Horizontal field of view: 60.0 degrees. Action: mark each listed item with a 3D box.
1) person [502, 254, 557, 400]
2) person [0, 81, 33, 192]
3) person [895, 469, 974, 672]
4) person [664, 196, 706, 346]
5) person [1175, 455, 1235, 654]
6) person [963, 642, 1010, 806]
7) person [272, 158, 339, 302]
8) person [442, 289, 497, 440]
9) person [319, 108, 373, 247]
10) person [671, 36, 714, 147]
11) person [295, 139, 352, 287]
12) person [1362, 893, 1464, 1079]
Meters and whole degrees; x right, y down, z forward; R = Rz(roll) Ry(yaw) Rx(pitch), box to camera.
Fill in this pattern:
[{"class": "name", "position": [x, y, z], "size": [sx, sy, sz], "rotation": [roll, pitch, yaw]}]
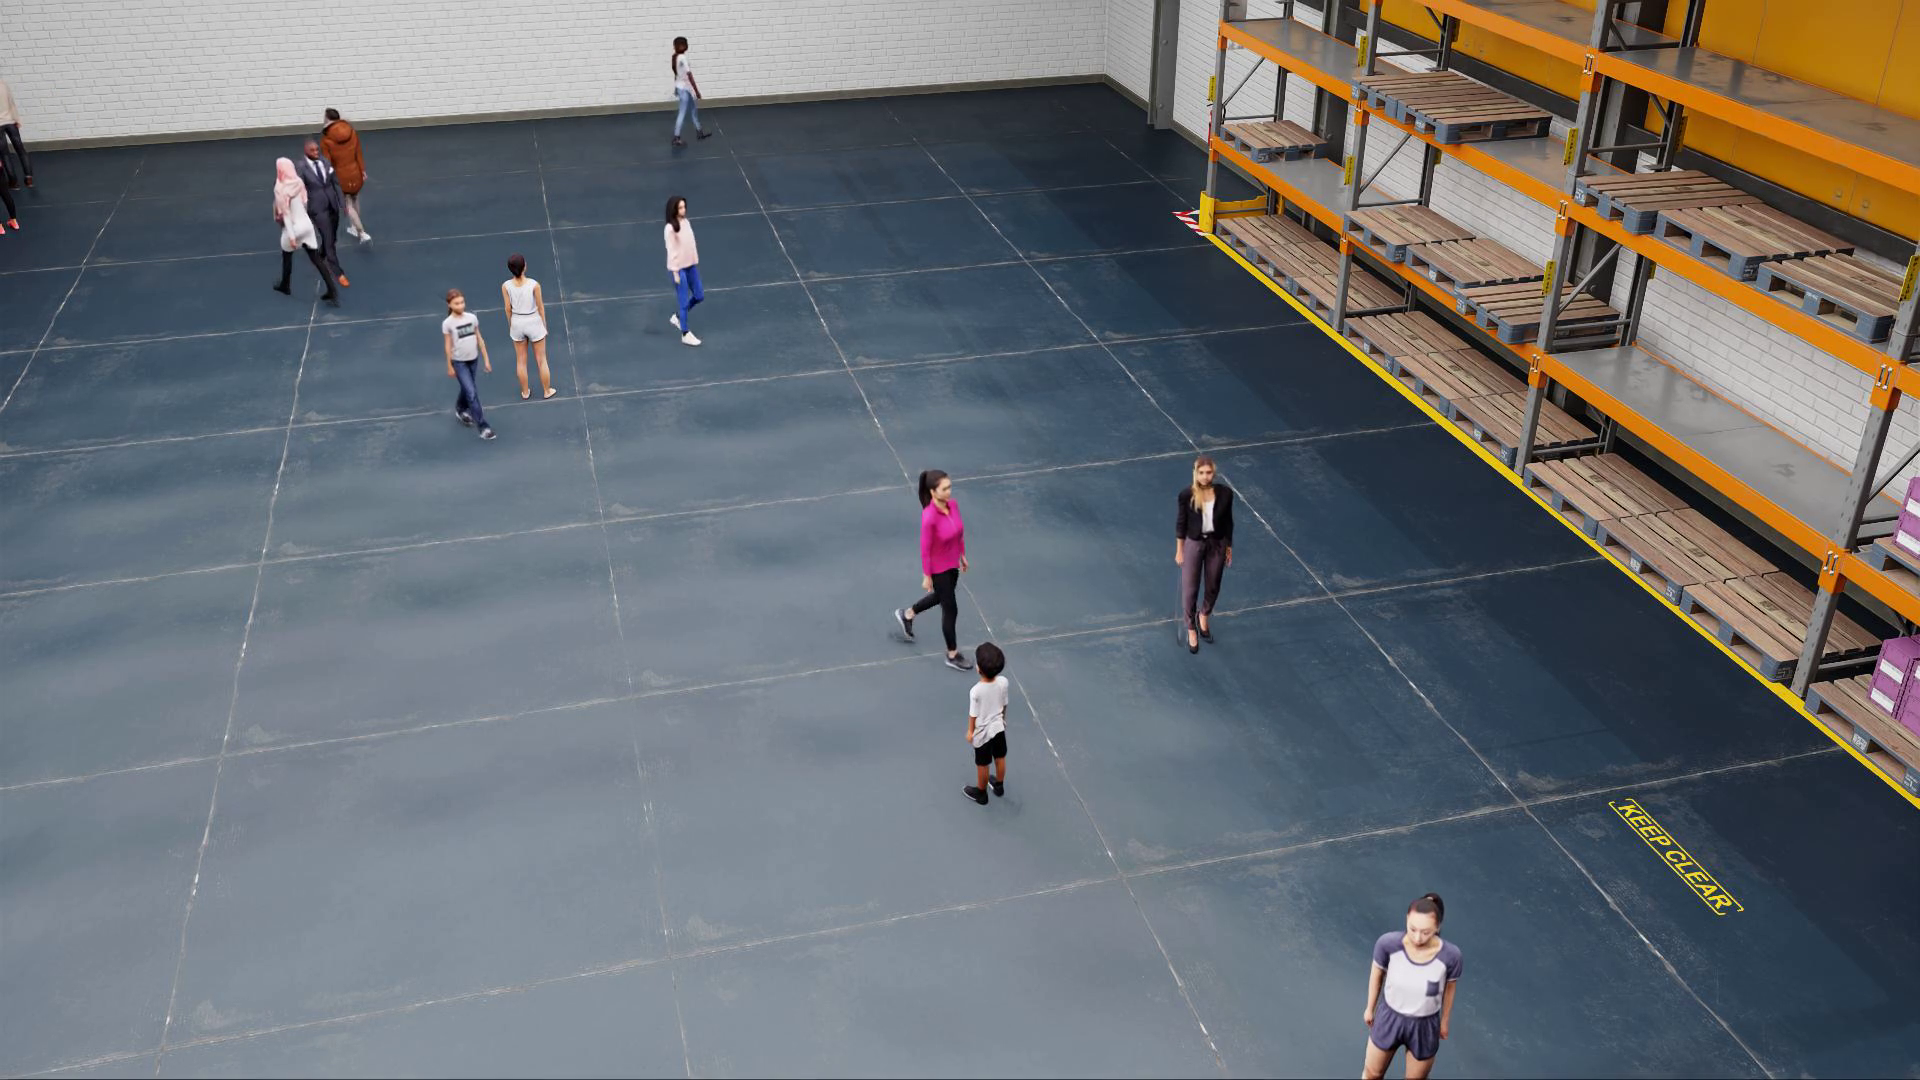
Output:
[{"class": "person", "position": [-4.598, -2.264, 17.658], "size": [0.611, 1.604, 0.618], "rotation": [-1, 29, -2]}, {"class": "person", "position": [-14.038, -6.084, 24.389], "size": [0.762, 1.865, 0.744], "rotation": [21, 35, 34]}, {"class": "person", "position": [-0.206, 0.194, 13.077], "size": [1.067, 1.676, 1.003], "rotation": [16, 33, 27]}, {"class": "person", "position": [-3.236, -3.083, 19.000], "size": [0.884, 1.756, 0.825], "rotation": [16, 32, 26]}, {"class": "person", "position": [1.939, 0.087, 13.286], "size": [0.676, 1.664, 0.733], "rotation": [-4, 29, -7]}, {"class": "person", "position": [0.200, 1.268, 11.540], "size": [0.557, 1.262, 0.589], "rotation": [-19, 34, -31]}, {"class": "person", "position": [-7.926, -3.697, 20.142], "size": [1.207, 1.742, 1.204], "rotation": [13, 31, 22]}, {"class": "person", "position": [-5.075, -1.829, 16.948], "size": [0.894, 1.520, 1.110], "rotation": [-25, 37, -38]}, {"class": "person", "position": [-8.115, -4.781, 22.070], "size": [1.065, 1.798, 1.250], "rotation": [-24, 37, -37]}, {"class": "person", "position": [-4.466, -7.098, 26.427], "size": [0.769, 1.693, 0.949], "rotation": [-12, 31, -21]}, {"class": "person", "position": [-8.041, -4.154, 20.918], "size": [1.257, 1.801, 1.118], "rotation": [21, 35, 33]}, {"class": "person", "position": [2.359, 2.545, 8.795], "size": [0.671, 1.650, 0.679], "rotation": [8, 30, 14]}]
